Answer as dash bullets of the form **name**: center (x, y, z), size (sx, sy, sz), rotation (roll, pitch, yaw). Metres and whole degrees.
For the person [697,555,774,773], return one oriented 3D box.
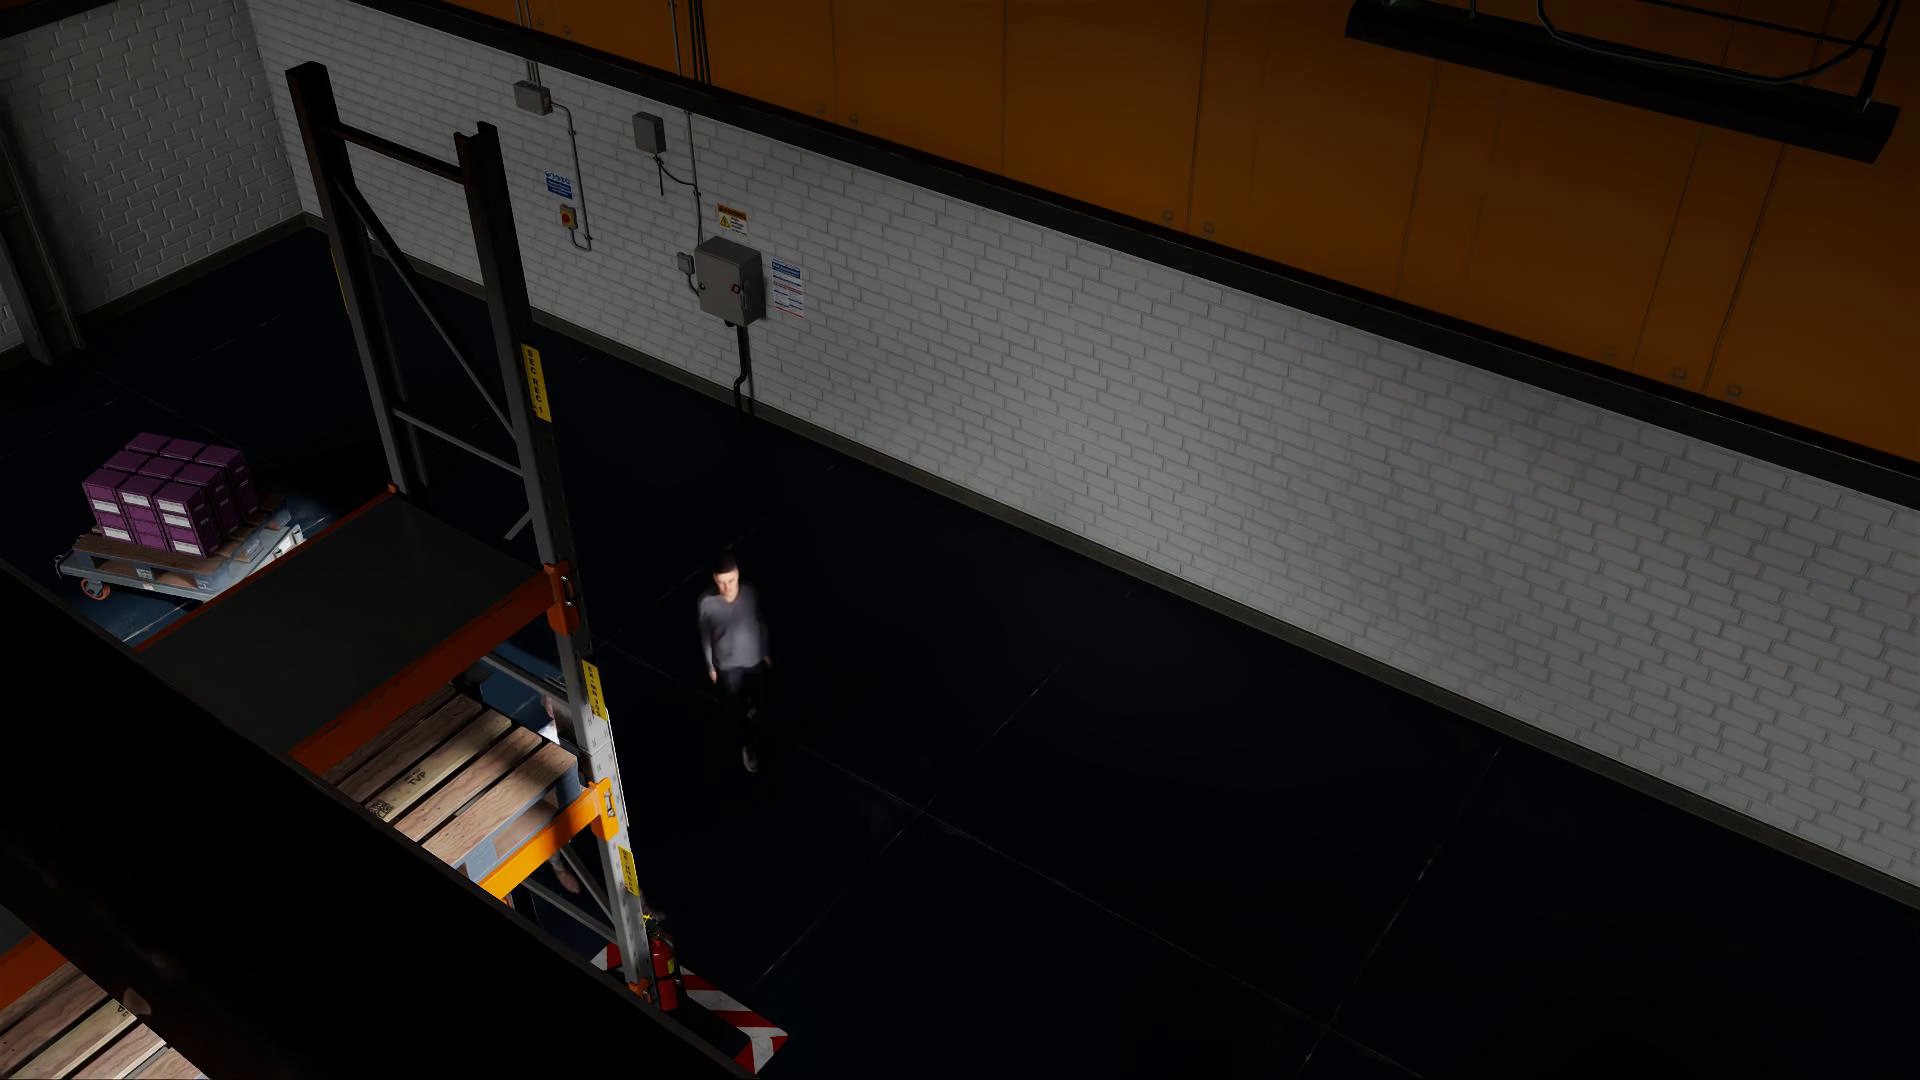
- **person**: center (-1.502, 0.745, 11.221), size (0.936, 1.746, 0.952), rotation (-13, 40, -16)

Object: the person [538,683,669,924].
- **person**: center (-2.392, 1.546, 10.140), size (0.844, 1.842, 1.162), rotation (29, 47, 31)
